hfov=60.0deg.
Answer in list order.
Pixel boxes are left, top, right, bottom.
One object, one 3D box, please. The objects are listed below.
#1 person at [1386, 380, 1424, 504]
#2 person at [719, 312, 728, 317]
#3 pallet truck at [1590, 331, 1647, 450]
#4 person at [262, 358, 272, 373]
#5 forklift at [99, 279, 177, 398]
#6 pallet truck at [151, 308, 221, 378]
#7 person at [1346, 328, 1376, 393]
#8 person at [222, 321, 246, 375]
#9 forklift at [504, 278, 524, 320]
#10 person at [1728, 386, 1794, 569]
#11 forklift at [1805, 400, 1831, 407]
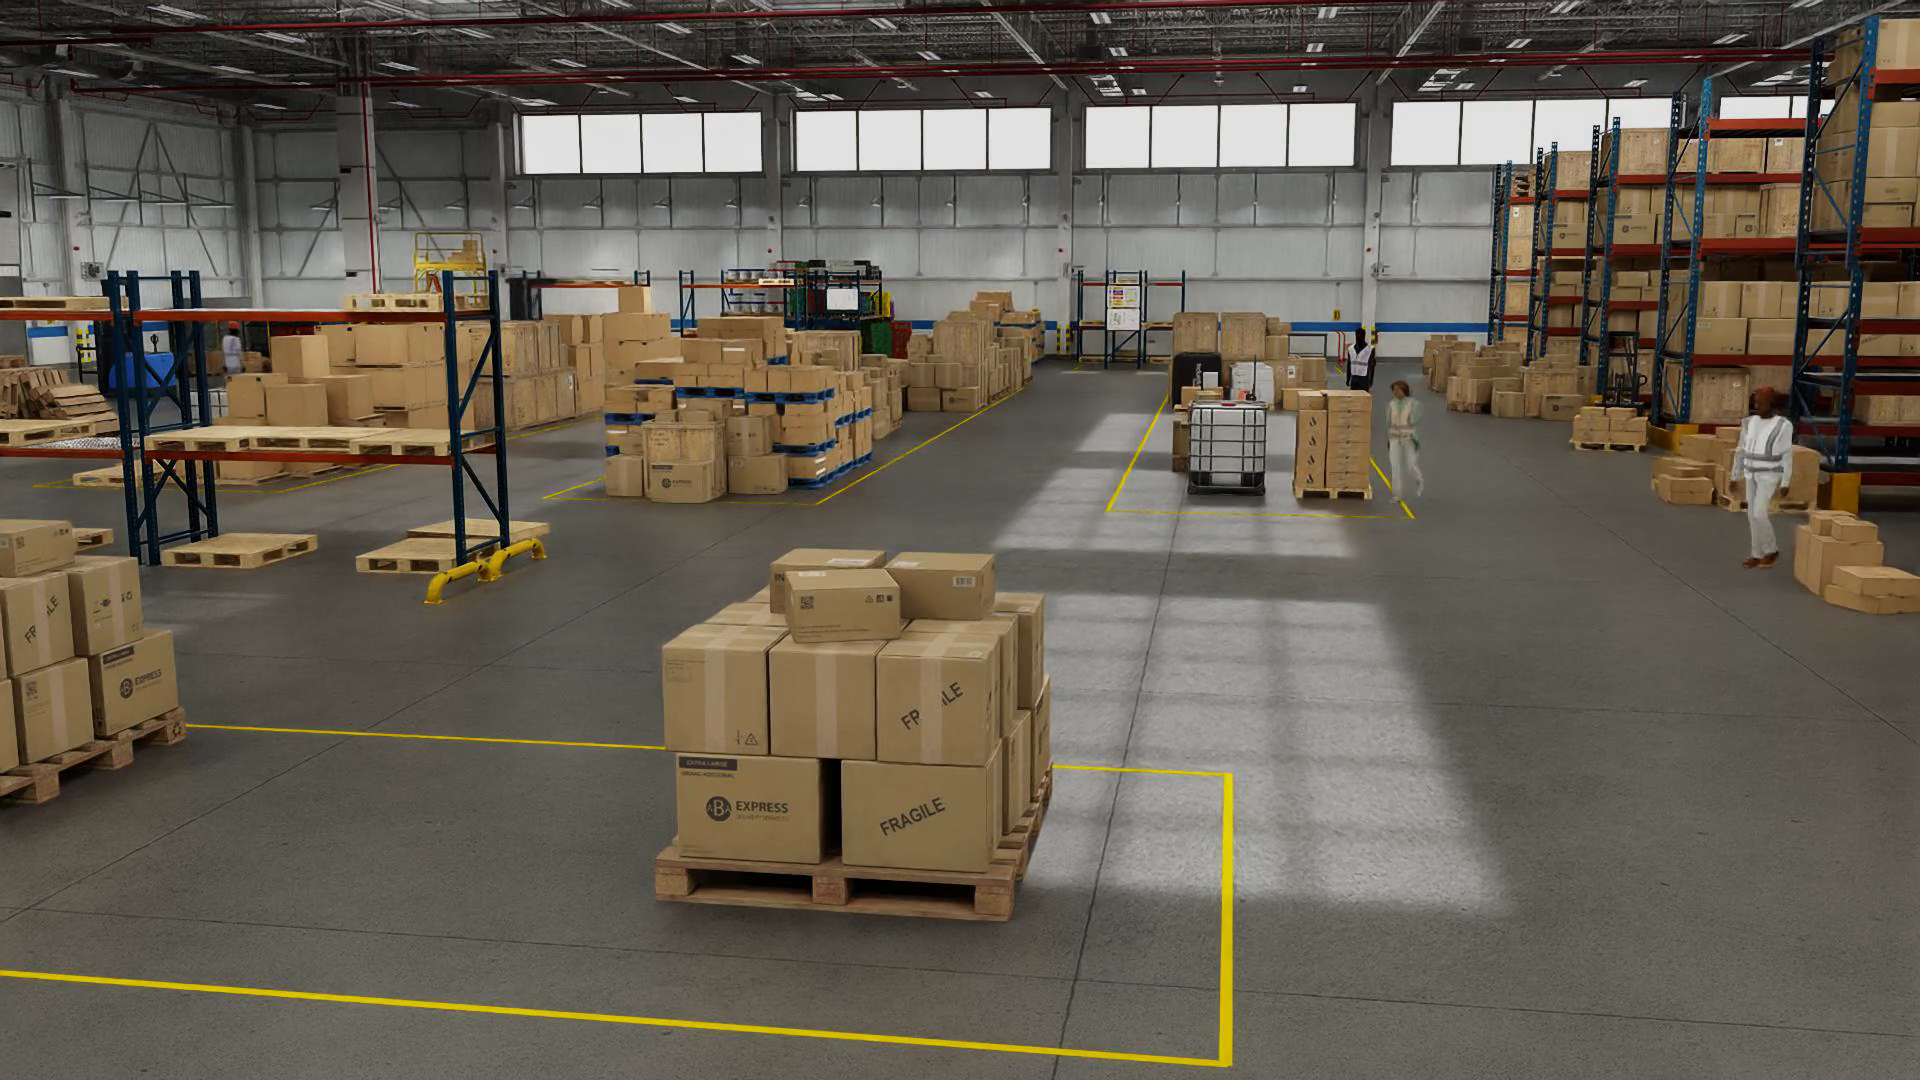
[{"bbox_3d":[5.841,-1.296,21.813,0.528,1.607,0.669,7,12,37],"label":"person"},{"bbox_3d":[-6.247,-5.122,44.457,0.432,1.920,0.677,7,12,38],"label":"person"},{"bbox_3d":[11.253,-2.573,28.499,0.823,1.965,1.885,5,10,27],"label":"pallet truck"},{"bbox_3d":[-11.282,-2.157,27.105,0.677,1.620,0.521,1,9,9],"label":"person"},{"bbox_3d":[-19.606,-4.720,39.027,1.873,2.768,1.129,1,9,9],"label":"forklift"},{"bbox_3d":[-21.869,-5.598,47.154,0.823,1.965,1.885,4,10,26],"label":"pallet truck"},{"bbox_3d":[7.844,-3.184,32.547,0.592,1.910,0.385,9,13,44],"label":"person"},{"bbox_3d":[-16.175,-3.921,37.058,0.556,1.926,0.450,6,11,35],"label":"person"},{"bbox_3d":[-11.968,-5.673,44.904,1.873,2.768,1.129,-3,10,-19],"label":"forklift"},{"bbox_3d":[8.097,-0.619,16.838,0.422,1.867,0.567,-3,10,-20],"label":"person"},{"bbox_3d":[19.582,-4.273,36.267,1.873,2.768,1.129,7,12,39],"label":"forklift"}]
